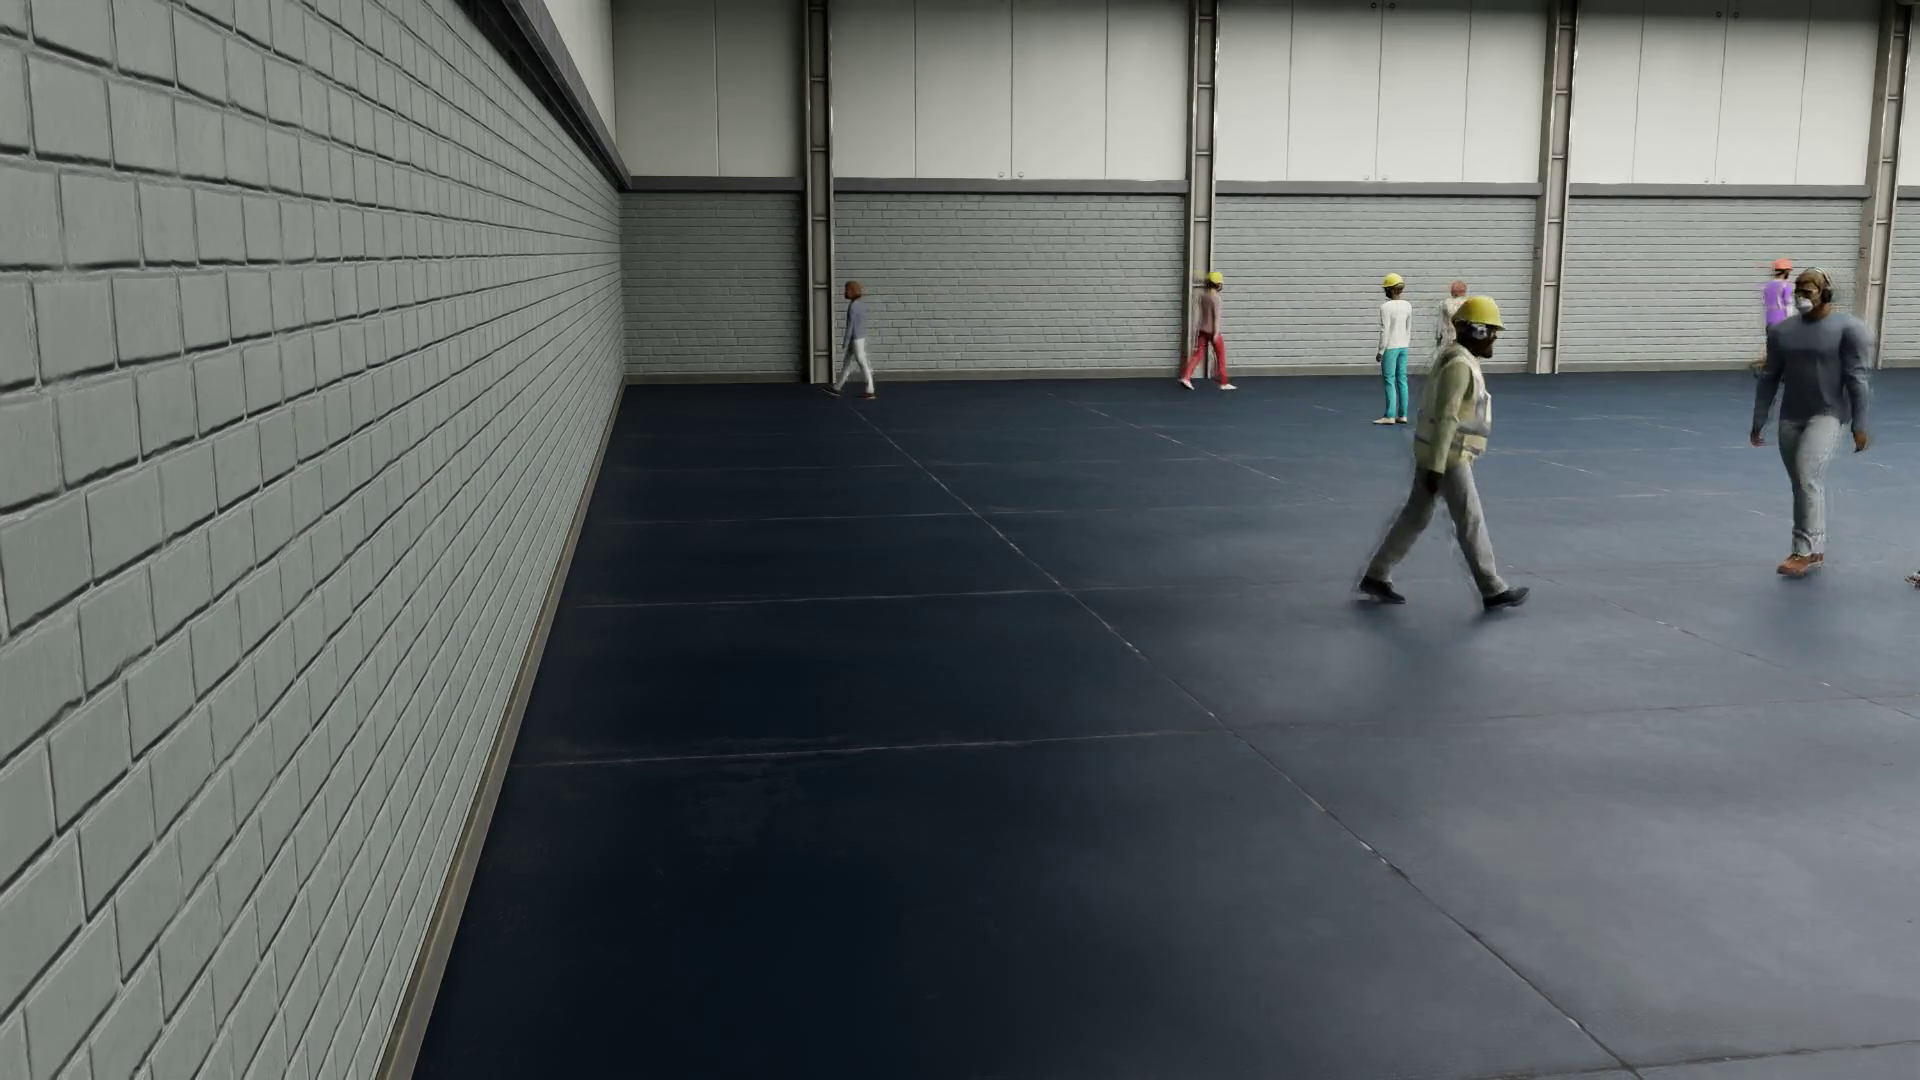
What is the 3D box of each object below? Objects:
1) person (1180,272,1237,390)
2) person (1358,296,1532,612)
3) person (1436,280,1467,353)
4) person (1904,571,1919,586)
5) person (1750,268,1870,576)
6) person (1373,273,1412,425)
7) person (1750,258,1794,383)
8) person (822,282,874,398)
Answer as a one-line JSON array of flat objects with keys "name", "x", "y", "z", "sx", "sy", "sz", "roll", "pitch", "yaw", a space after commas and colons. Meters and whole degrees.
[{"name": "person", "x": 3.615, "y": -3.040, "z": 24.243, "sx": 0.872, "sy": 1.730, "sz": 0.527, "roll": -5, "pitch": 11, "yaw": -26}, {"name": "person", "x": 2.737, "y": -0.479, "z": 9.377, "sx": 0.956, "sy": 1.776, "sz": 0.630, "roll": 2, "pitch": 10, "yaw": 11}, {"name": "person", "x": 6.937, "y": -2.826, "z": 23.313, "sx": 0.531, "sy": 1.619, "sz": 0.676, "roll": 5, "pitch": 11, "yaw": 24}, {"name": "person", "x": 6.192, "y": -0.621, "z": 10.084, "sx": 0.999, "sy": 1.815, "sz": 0.550, "roll": -3, "pitch": 10, "yaw": -16}, {"name": "person", "x": 5.238, "y": -0.729, "z": 10.388, "sx": 0.748, "sy": 1.912, "sz": 0.666, "roll": -5, "pitch": 11, "yaw": -28}, {"name": "person", "x": 5.059, "y": -2.230, "z": 19.479, "sx": 0.533, "sy": 1.765, "sz": 0.330, "roll": -7, "pitch": 12, "yaw": -37}, {"name": "person", "x": 12.455, "y": -3.340, "z": 25.406, "sx": 0.694, "sy": 1.922, "sz": 0.563, "roll": -1, "pitch": 10, "yaw": -9}, {"name": "person", "x": -1.551, "y": -2.746, "z": 22.896, "sx": 0.801, "sy": 1.592, "sz": 0.523, "roll": 1, "pitch": 10, "yaw": 6}]
